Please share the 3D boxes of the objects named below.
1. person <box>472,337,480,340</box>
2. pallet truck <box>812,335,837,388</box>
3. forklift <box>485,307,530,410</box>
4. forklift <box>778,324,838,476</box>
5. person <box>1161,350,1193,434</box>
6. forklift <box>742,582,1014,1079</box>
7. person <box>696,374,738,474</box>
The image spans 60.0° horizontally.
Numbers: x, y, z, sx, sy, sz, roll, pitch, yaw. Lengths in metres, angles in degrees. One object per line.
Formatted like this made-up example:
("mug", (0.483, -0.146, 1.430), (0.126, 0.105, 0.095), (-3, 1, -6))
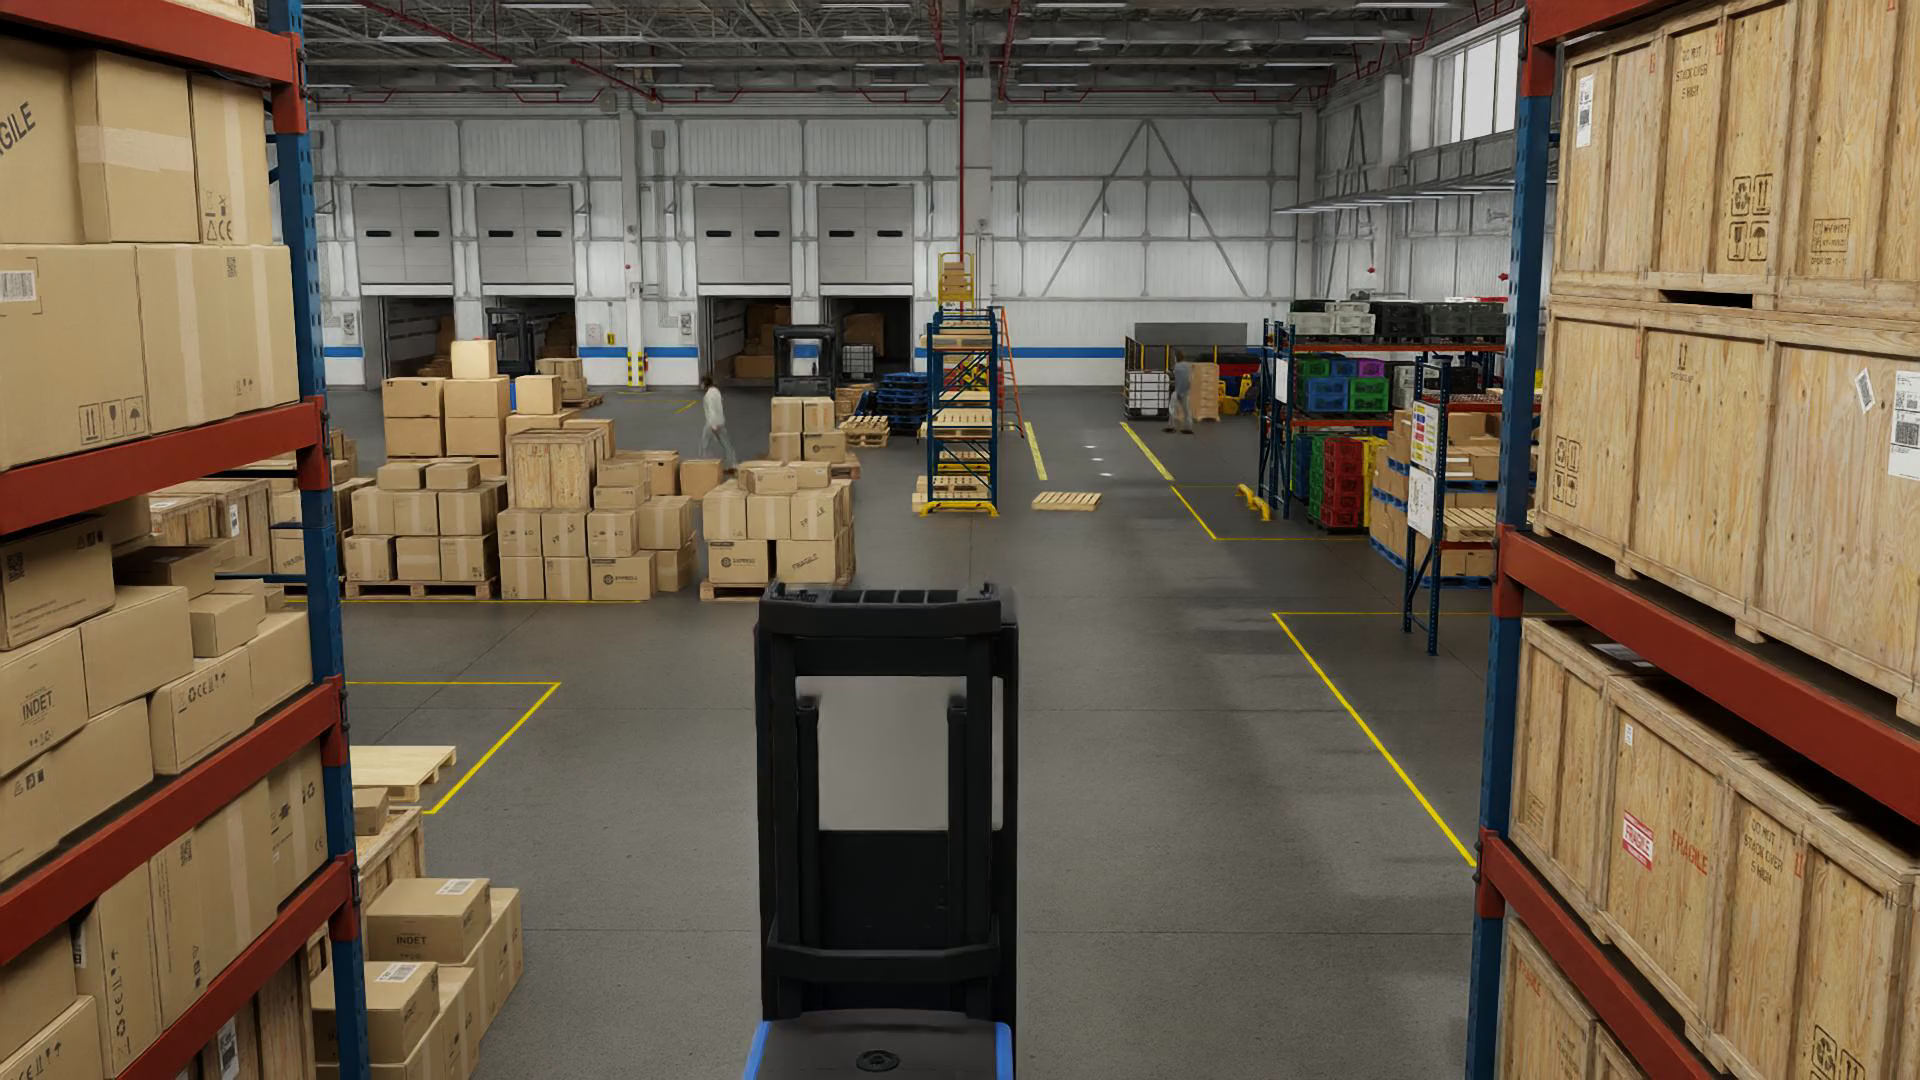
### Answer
("person", (-12.737, -4.459, 44.273), (0.558, 1.906, 0.927), (4, 11, 21))
("pallet truck", (-3.021, -4.312, 43.126), (1.885, 1.965, 0.823), (3, 10, 17))
("forklift", (-10.754, -4.150, 39.646), (1.129, 2.768, 1.873), (0, 10, 1))
("forklift", (-2.831, -2.538, 30.347), (1.129, 2.768, 1.873), (-1, 10, -6))
("person", (4.962, -3.374, 37.978), (0.841, 1.909, 0.647), (7, 12, 34))
("forklift", (-0.304, 1.559, 6.707), (1.129, 2.768, 1.873), (0, 10, 1))
("person", (-4.634, -2.145, 30.974), (1.077, 1.871, 0.676), (2, 10, 14))
